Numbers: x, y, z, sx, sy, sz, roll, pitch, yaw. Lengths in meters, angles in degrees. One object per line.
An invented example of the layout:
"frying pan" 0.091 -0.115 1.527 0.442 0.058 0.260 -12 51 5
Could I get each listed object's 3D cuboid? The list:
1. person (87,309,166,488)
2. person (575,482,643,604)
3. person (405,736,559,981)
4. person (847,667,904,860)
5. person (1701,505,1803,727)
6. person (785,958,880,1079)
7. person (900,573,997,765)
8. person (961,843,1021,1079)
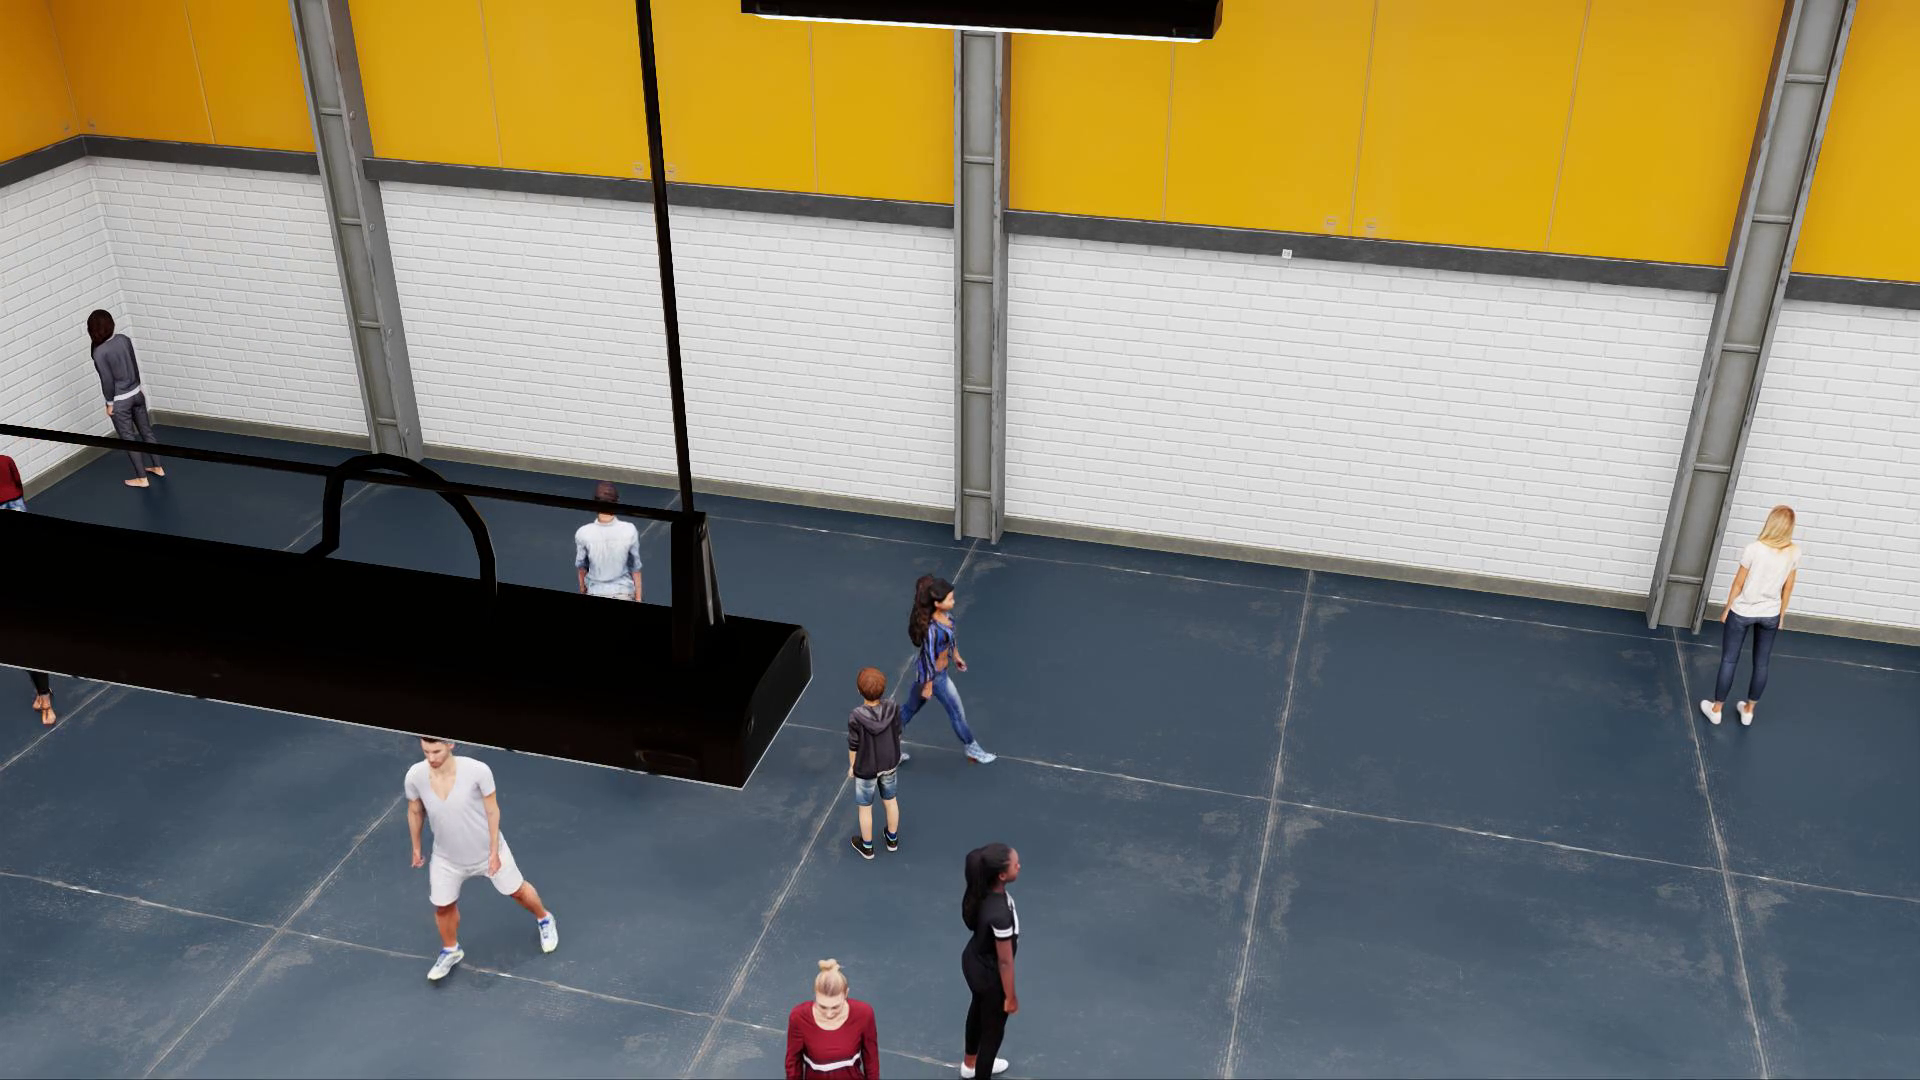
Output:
"person" -7.962 -1.369 15.870 0.523 1.771 0.612 9 30 16
"person" -2.617 0.456 12.469 1.162 1.823 1.076 -7 29 -13
"person" -2.989 1.823 9.957 0.870 1.829 1.094 0 29 0
"person" -0.566 1.464 11.013 0.617 1.447 0.687 -12 31 -21
"person" 5.876 0.562 12.288 0.498 1.810 0.673 1 29 2
"person" -0.638 2.776 8.334 0.605 1.709 0.746 -6 29 -11
"person" -0.273 0.961 11.803 1.134 1.574 0.804 0 29 1
"person" 0.166 2.365 9.071 0.674 1.725 0.675 -6 29 -11
